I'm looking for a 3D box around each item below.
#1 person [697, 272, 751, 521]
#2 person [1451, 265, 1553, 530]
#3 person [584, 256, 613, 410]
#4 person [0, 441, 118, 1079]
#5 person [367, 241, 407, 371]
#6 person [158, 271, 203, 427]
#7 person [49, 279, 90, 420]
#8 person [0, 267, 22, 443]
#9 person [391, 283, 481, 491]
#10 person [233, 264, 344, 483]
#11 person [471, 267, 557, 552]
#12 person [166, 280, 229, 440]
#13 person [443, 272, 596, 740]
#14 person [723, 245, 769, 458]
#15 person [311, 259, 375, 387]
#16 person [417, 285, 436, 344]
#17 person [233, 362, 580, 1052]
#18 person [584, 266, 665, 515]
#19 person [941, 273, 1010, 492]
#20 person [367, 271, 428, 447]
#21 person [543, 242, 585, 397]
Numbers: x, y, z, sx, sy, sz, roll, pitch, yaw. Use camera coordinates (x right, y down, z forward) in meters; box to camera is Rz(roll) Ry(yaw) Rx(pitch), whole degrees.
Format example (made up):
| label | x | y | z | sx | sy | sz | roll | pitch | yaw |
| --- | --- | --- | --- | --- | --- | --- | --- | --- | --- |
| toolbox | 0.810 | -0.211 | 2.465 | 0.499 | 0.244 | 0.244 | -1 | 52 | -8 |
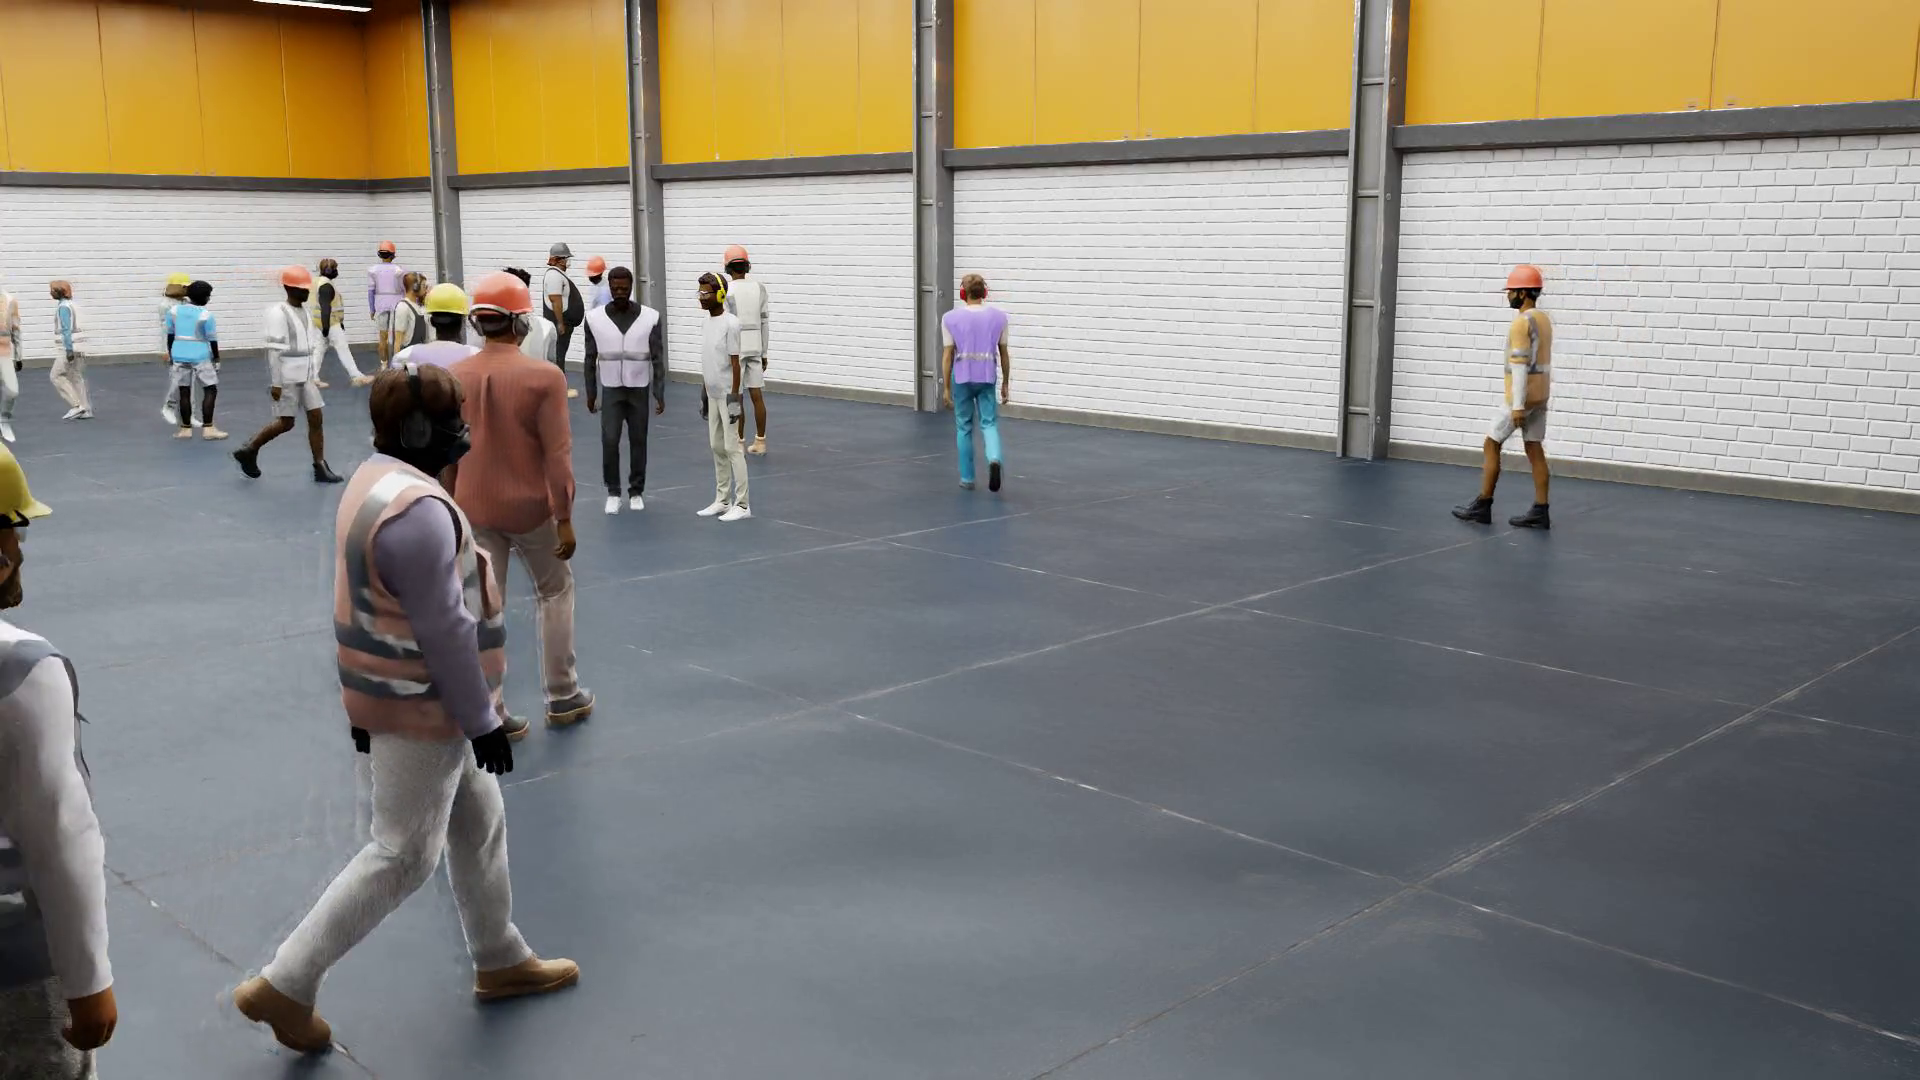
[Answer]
| label | x | y | z | sx | sy | sz | roll | pitch | yaw |
| --- | --- | --- | --- | --- | --- | --- | --- | --- | --- |
| person | -1.797 | -1.071 | 12.495 | 0.329 | 1.861 | 0.507 | -8 | 13 | -38 |
| person | 4.012 | -1.046 | 12.191 | 0.831 | 1.908 | 0.580 | 9 | 14 | 42 |
| person | -4.411 | -2.544 | 20.460 | 0.434 | 1.888 | 0.737 | -4 | 11 | -19 |
| person | -1.771 | 0.699 | 2.944 | 0.609 | 1.813 | 0.523 | 4 | 11 | 20 |
| person | -8.801 | -3.584 | 25.680 | 0.615 | 2.042 | 0.374 | -1 | 10 | -8 |
| person | -8.650 | -2.115 | 18.504 | 0.367 | 1.728 | 0.512 | 4 | 11 | 20 |
| person | -10.307 | -2.183 | 19.175 | 0.404 | 1.622 | 0.548 | -4 | 11 | -22 |
| person | -9.717 | -1.871 | 16.709 | 0.441 | 1.907 | 0.605 | 9 | 14 | 42 |
| person | -2.784 | -0.437 | 9.006 | 0.599 | 1.881 | 0.983 | -1 | 10 | -5 |
| person | -5.806 | -1.420 | 14.302 | 0.832 | 1.901 | 0.586 | 2 | 11 | 11 |
| person | -2.885 | -0.826 | 10.974 | 0.621 | 1.917 | 0.917 | -8 | 13 | -36 |
| person | -8.006 | -1.870 | 17.377 | 0.619 | 1.665 | 0.317 | 1 | 10 | 5 |
| person | -1.869 | -0.143 | 7.098 | 0.637 | 1.966 | 0.842 | 2 | 11 | 12 |
| person | -2.114 | -1.801 | 15.965 | 0.609 | 2.040 | 0.395 | -9 | 14 | -40 |
| person | -8.765 | -3.035 | 23.351 | 0.949 | 1.797 | 0.643 | -6 | 12 | -30 |
| person | -5.441 | -1.795 | 17.050 | 0.311 | 1.633 | 0.518 | 4 | 11 | 21 |
| person | -1.490 | 0.442 | 4.384 | 0.846 | 1.813 | 0.621 | -4 | 11 | -22 |
| person | -2.568 | -1.139 | 12.769 | 0.607 | 1.894 | 0.693 | -2 | 11 | -13 |
| person | 0.141 | -1.285 | 13.736 | 0.573 | 1.829 | 0.702 | -2 | 11 | -11 |
| person | -5.470 | -1.757 | 16.454 | 0.966 | 1.789 | 0.540 | -1 | 10 | -4 |
| person | -5.243 | -2.914 | 22.036 | 0.536 | 2.000 | 0.680 | -2 | 11 | -10 |
